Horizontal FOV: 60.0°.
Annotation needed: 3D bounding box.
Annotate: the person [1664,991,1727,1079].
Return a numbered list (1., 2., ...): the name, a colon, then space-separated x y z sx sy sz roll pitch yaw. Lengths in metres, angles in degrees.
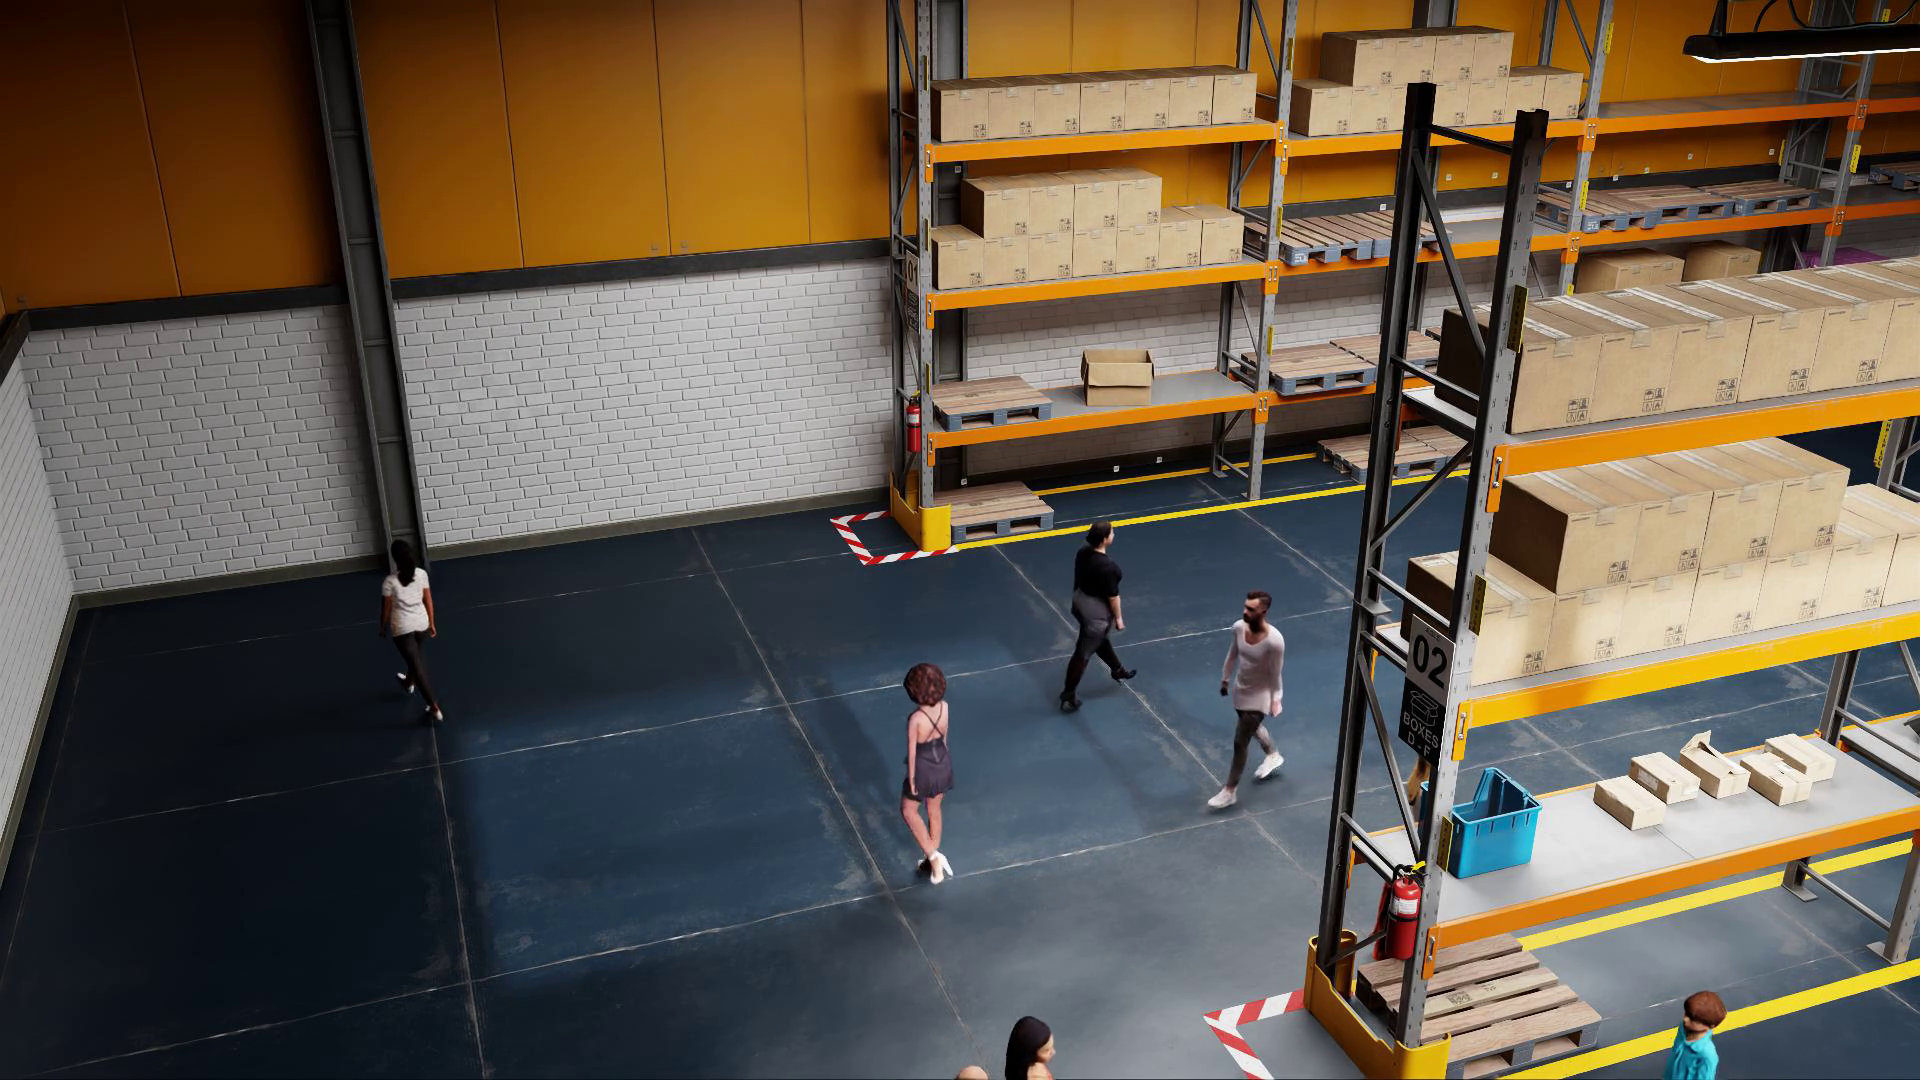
1. person: 4.106 3.116 9.266 0.785 1.437 0.624 -3 24 -6

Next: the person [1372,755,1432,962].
1. person: 3.050 2.093 11.154 0.749 1.800 0.720 4 24 8

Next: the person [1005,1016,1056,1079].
1. person: 0.260 3.230 8.716 1.178 1.669 0.839 -1 24 -2

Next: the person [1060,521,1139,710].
1. person: 1.074 0.686 14.478 1.096 1.715 0.728 -11 26 -23

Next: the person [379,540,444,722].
1. person: -4.700 0.810 14.342 0.982 1.597 1.105 19 30 37

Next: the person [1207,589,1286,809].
1. person: 2.374 1.202 13.188 1.226 1.804 0.892 -15 28 -31

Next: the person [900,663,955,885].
1. person: -0.176 1.734 12.006 0.751 1.775 0.739 -18 29 -35
